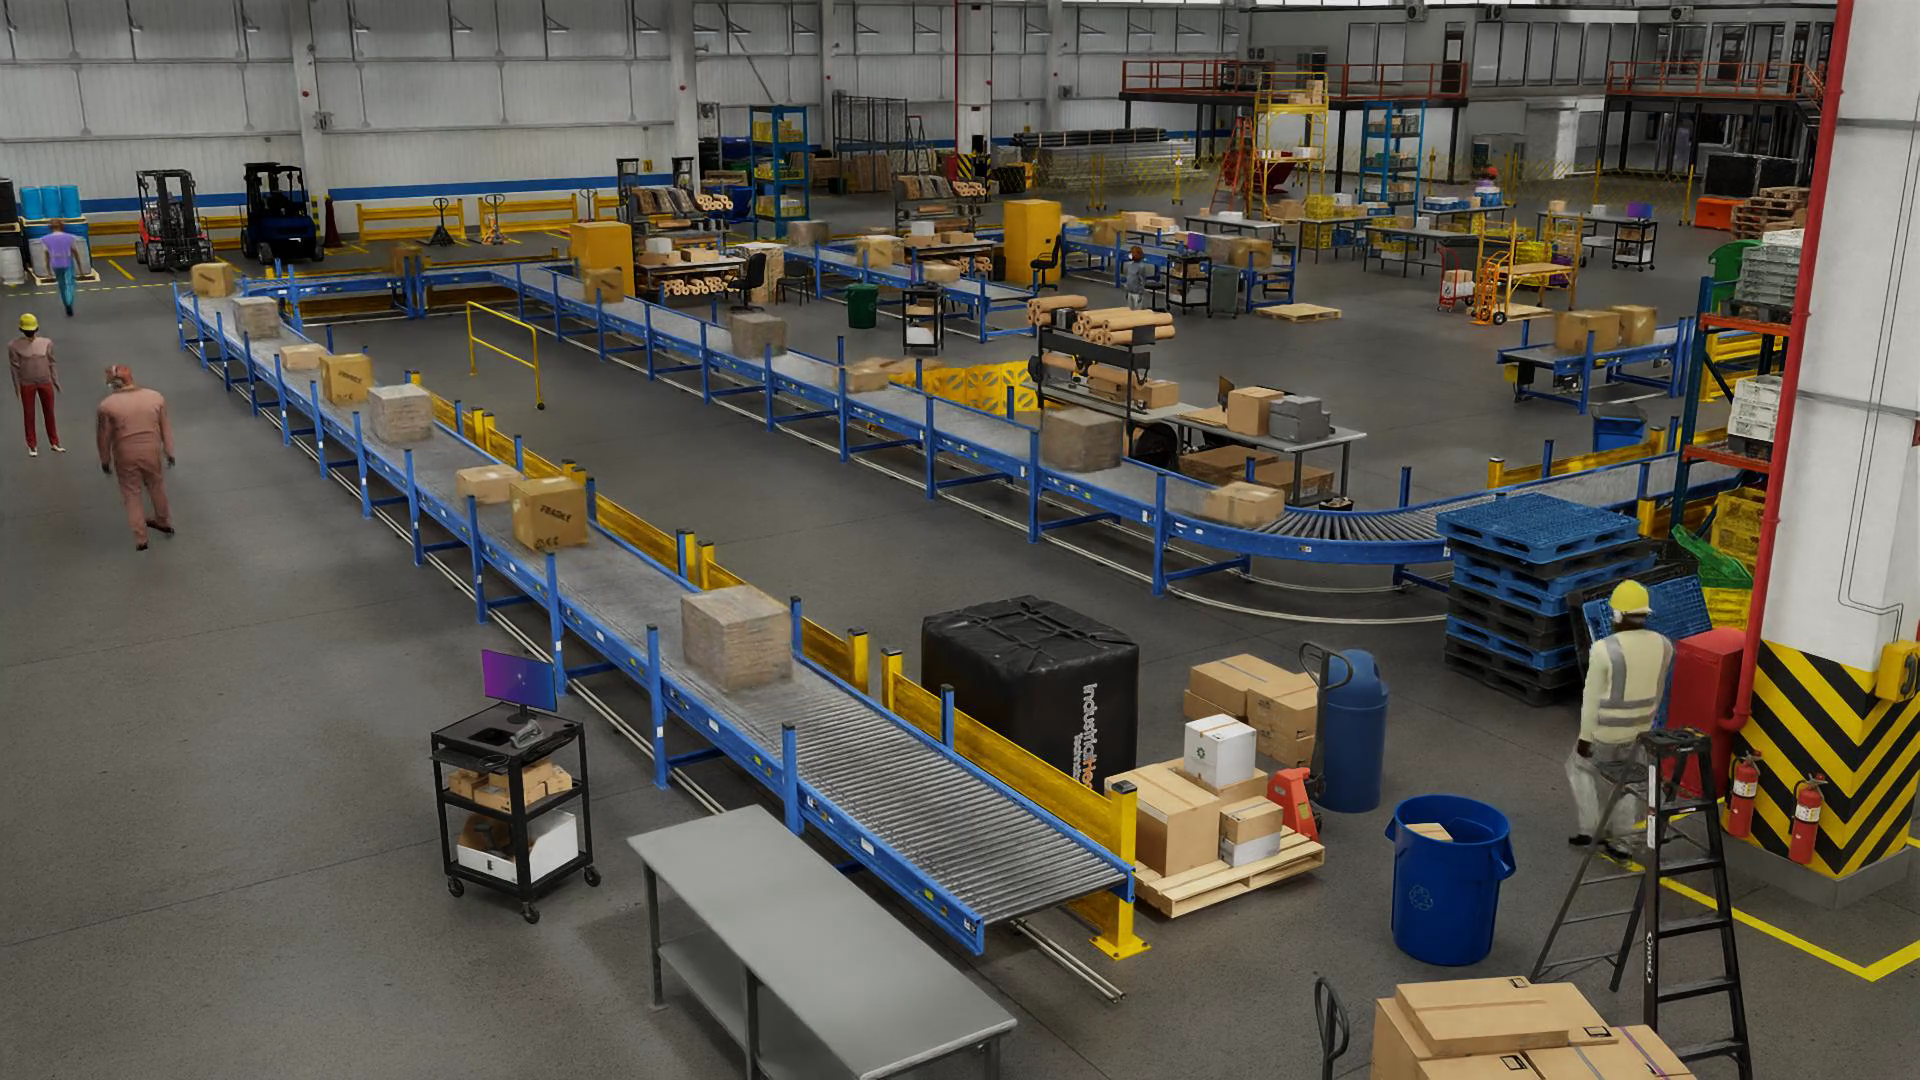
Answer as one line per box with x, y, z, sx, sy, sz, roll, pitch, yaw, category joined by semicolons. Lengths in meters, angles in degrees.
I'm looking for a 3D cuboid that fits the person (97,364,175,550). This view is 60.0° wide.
-8.388;-0.876;16.860;0.742;1.861;0.673;16;23;42;person

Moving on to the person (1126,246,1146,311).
2.964;-4.176;28.241;0.280;1.633;0.500;-7;18;-23;person

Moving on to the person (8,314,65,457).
-11.390;-1.920;20.521;0.524;1.759;0.328;-16;23;-42;person

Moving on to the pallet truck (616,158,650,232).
-8.918;-9.176;44.255;0.823;1.965;1.885;-9;19;-27;pallet truck

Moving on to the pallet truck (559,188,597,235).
-10.010;-8.652;43.699;0.653;1.274;1.630;-10;20;-31;pallet truck

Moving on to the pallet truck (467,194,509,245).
-11.983;-8.177;42.137;0.704;1.261;1.522;-11;20;-33;pallet truck

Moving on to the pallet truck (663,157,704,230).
-7.586;-9.308;44.692;0.823;1.965;1.885;-11;20;-33;pallet truck

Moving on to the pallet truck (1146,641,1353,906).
1.664;1.407;10.232;1.630;1.274;0.653;-10;20;-31;pallet truck

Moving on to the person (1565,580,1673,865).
4.056;1.125;10.290;0.619;1.812;0.474;-5;18;-17;person

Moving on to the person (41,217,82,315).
-16.662;-5.072;30.883;0.578;1.830;0.695;-5;17;-16;person

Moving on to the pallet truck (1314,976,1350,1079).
2.299;2.390;7.086;1.601;1.201;0.680;-2;17;-7;pallet truck

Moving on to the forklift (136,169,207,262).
-17.842;-7.318;37.559;1.157;1.987;2.680;-10;20;-31;forklift

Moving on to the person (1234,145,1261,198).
9.350;-11.936;53.946;0.888;1.685;0.510;3;17;11;person

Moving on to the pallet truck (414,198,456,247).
-13.250;-8.060;41.856;0.680;1.201;1.601;-10;20;-31;pallet truck

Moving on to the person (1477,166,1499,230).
13.424;-8.552;42.317;0.492;1.912;0.583;10;19;29;person

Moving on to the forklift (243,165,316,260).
-15.898;-7.669;38.708;1.157;1.987;2.680;-11;20;-33;forklift
